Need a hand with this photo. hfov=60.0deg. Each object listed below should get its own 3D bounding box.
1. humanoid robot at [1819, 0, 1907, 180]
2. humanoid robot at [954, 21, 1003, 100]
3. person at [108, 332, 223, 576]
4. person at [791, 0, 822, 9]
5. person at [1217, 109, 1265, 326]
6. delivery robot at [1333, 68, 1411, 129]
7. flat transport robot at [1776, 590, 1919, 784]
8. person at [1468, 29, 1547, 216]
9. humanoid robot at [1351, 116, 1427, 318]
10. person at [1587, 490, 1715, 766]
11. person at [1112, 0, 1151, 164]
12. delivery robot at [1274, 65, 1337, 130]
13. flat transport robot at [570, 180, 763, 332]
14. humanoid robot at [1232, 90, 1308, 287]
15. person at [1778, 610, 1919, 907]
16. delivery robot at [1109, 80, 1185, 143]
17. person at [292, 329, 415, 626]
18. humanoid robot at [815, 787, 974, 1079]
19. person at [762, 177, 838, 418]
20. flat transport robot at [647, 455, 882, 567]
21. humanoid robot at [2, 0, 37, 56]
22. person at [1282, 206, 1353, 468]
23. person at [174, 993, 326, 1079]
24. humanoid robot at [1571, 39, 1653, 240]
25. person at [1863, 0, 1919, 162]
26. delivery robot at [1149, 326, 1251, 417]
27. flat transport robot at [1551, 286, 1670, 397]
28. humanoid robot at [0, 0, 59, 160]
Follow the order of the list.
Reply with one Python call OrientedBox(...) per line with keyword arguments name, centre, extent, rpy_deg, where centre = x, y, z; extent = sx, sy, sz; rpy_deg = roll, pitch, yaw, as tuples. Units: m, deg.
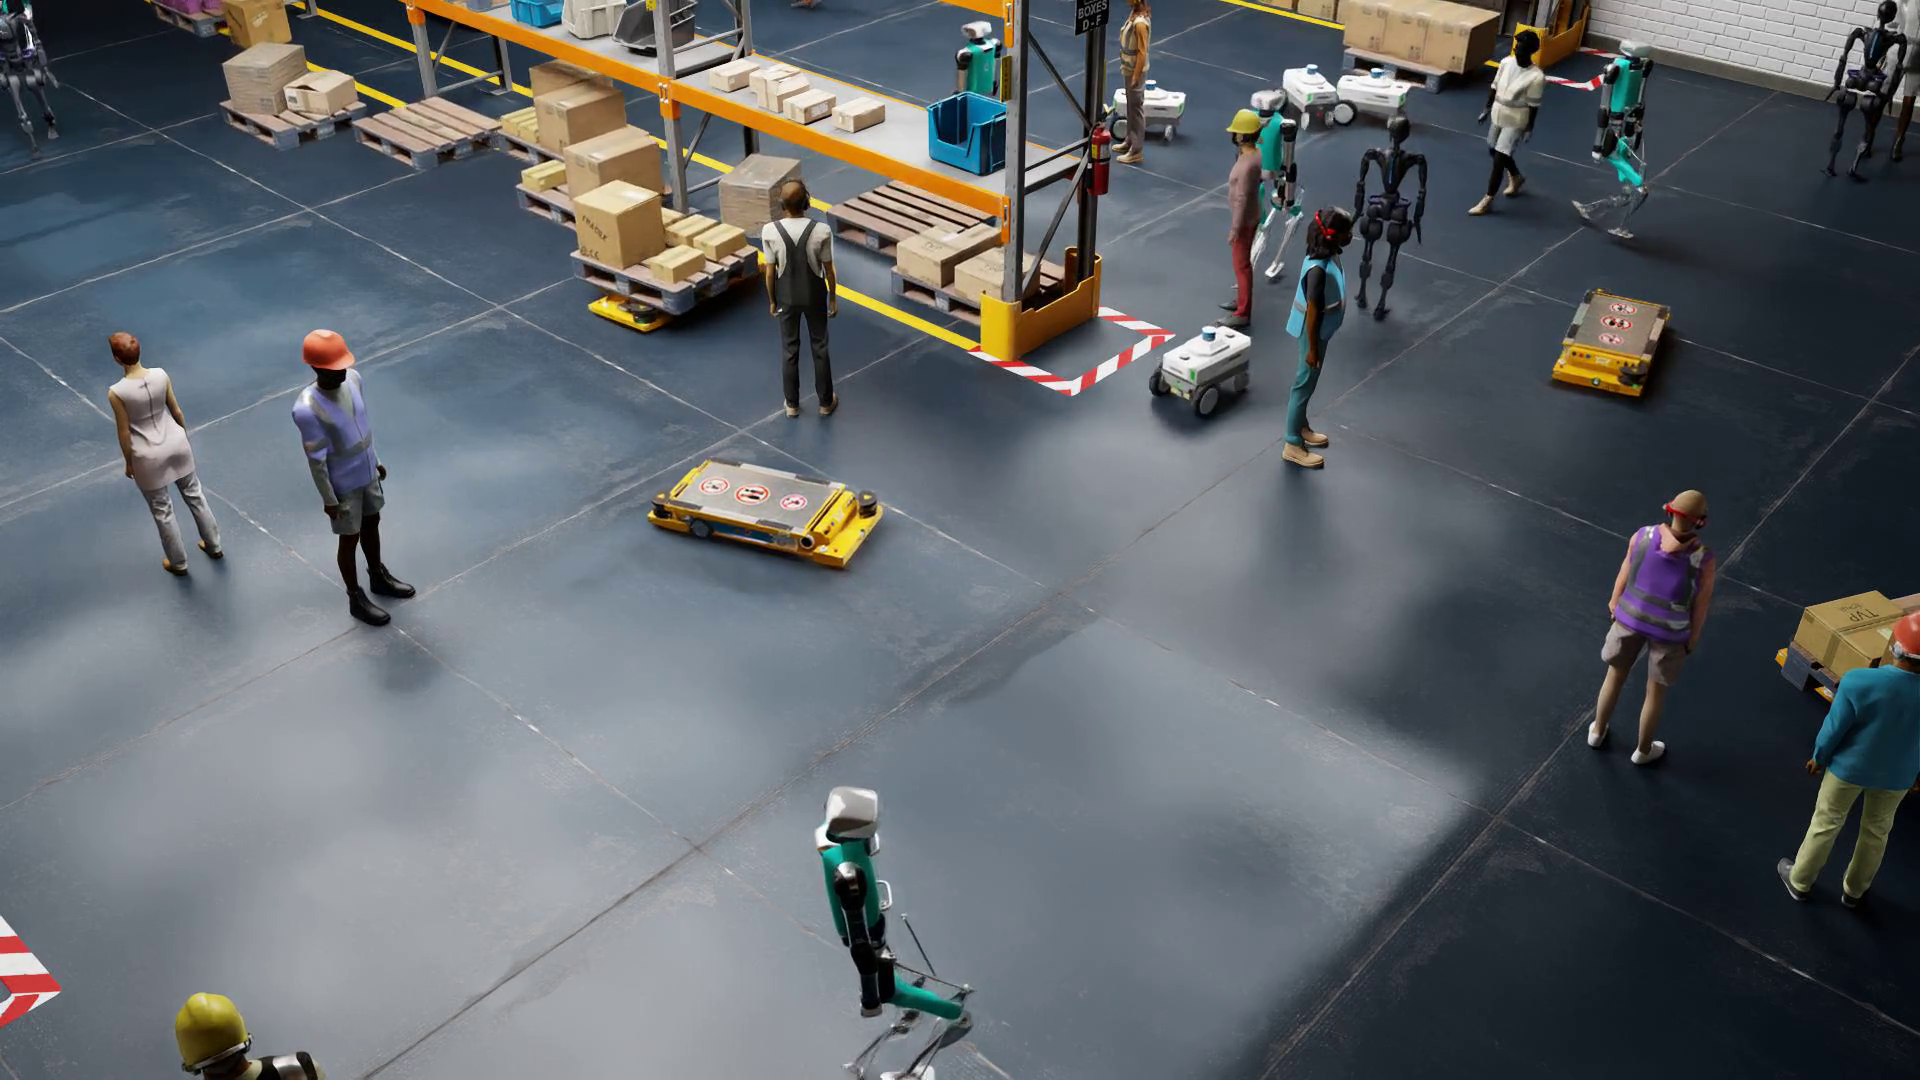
OrientedBox(name="humanoid robot", centre=(8.524, -4.242, 15.724), extent=(0.602, 1.649, 0.432), rpy_deg=(24, 41, 30))
OrientedBox(name="humanoid robot", centre=(-0.039, -3.907, 15.222), extent=(1.014, 1.779, 0.530), rpy_deg=(28, 44, 35))
OrientedBox(name="person", centre=(-4.995, -0.539, 10.373), extent=(0.282, 1.650, 0.430), rpy_deg=(20, 39, 27))
OrientedBox(name="person", centre=(-1.887, -7.260, 20.018), extent=(0.429, 1.752, 0.528), rpy_deg=(3, 35, 5))
OrientedBox(name="person", centre=(2.225, -2.552, 13.199), extent=(0.343, 1.757, 0.526), rpy_deg=(9, 36, 13))
OrientedBox(name="delivery robot", centre=(4.236, -4.565, 17.170), extent=(0.774, 0.592, 0.499), rpy_deg=(14, 37, 20))
OrientedBox(name="flat transport robot", centre=(5.400, 0.973, 9.400), extent=(0.659, 0.231, 1.431), rpy_deg=(-11, 36, -16))
OrientedBox(name="person", centre=(5.021, -3.820, 15.108), extent=(0.749, 1.664, 0.531), rpy_deg=(-17, 38, -22))
OrientedBox(name="humanoid robot", centre=(3.435, -2.604, 13.342), extent=(0.585, 1.649, 0.389), rpy_deg=(12, 36, 16))
OrientedBox(name="person", centre=(3.692, 0.467, 8.878), extent=(0.480, 1.693, 0.349), rpy_deg=(25, 42, 32))
OrientedBox(name="person", centre=(1.659, -4.527, 16.039), extent=(0.318, 1.776, 0.484), rpy_deg=(-1, 35, -2))
OrientedBox(name="delivery robot", centre=(3.620, -4.629, 17.257), extent=(0.499, 0.585, 0.775), rpy_deg=(-8, 35, -11))
OrientedBox(name="flat transport robot", centre=(-2.372, -2.162, 13.943), extent=(0.659, 0.231, 1.431), rpy_deg=(22, 40, 29))
OrientedBox(name="humanoid robot", centre=(2.597, -2.920, 13.739), extent=(0.545, 1.731, 0.942), rpy_deg=(22, 40, 29))
OrientedBox(name="person", centre=(4.374, 1.055, 7.970), extent=(0.562, 1.755, 0.320), rpy_deg=(8, 35, 11))
OrientedBox(name="delivery robot", centre=(1.877, -4.346, 16.872), extent=(0.785, 0.614, 0.524), rpy_deg=(6, 35, 8))
OrientedBox(name="person", centre=(-3.608, -0.388, 9.906), extent=(0.371, 1.934, 0.550), rpy_deg=(10, 36, 14))
OrientedBox(name="humanoid robot", centre=(-0.231, 1.738, 7.003), extent=(0.791, 1.799, 0.537), rpy_deg=(-5, 35, -7))
OrientedBox(name="person", centre=(-1.131, -1.723, 11.919), extent=(0.506, 1.846, 0.346), rpy_deg=(-1, 35, -2))
OrientedBox(name="flat transport robot", centre=(-1.303, -0.204, 11.105), extent=(1.431, 0.231, 0.659), rpy_deg=(12, 36, 17))
OrientedBox(name="humanoid robot", centre=(-10.580, -6.153, 18.480), extent=(0.544, 1.830, 0.761), rpy_deg=(-15, 37, -20))
OrientedBox(name="person", centre=(2.447, -1.410, 11.445), extent=(0.392, 1.871, 0.518), rpy_deg=(11, 36, 15))
OrientedBox(name="person", centre=(-2.524, 2.326, 6.080), extent=(0.595, 1.821, 0.403), rpy_deg=(-16, 38, -22))
OrientedBox(name="humanoid robot", centre=(5.850, -3.428, 14.495), extent=(0.548, 1.745, 1.009), rpy_deg=(-18, 39, -25))
OrientedBox(name="person", centre=(9.142, -4.626, 16.062), extent=(0.546, 1.923, 0.386), rpy_deg=(14, 37, 20))
OrientedBox(name="delivery robot", centre=(1.843, -1.314, 12.456), extent=(0.777, 0.587, 0.499), rpy_deg=(-27, 43, -34))
OrientedBox(name="flat transport robot", centre=(5.141, -1.577, 13.094), extent=(0.659, 0.231, 1.431), rpy_deg=(16, 38, 22))
OrientedBox(name="humanoid robot", centre=(-9.207, -4.609, 16.283), extent=(0.616, 1.647, 0.690), rpy_deg=(-12, 36, -17))
